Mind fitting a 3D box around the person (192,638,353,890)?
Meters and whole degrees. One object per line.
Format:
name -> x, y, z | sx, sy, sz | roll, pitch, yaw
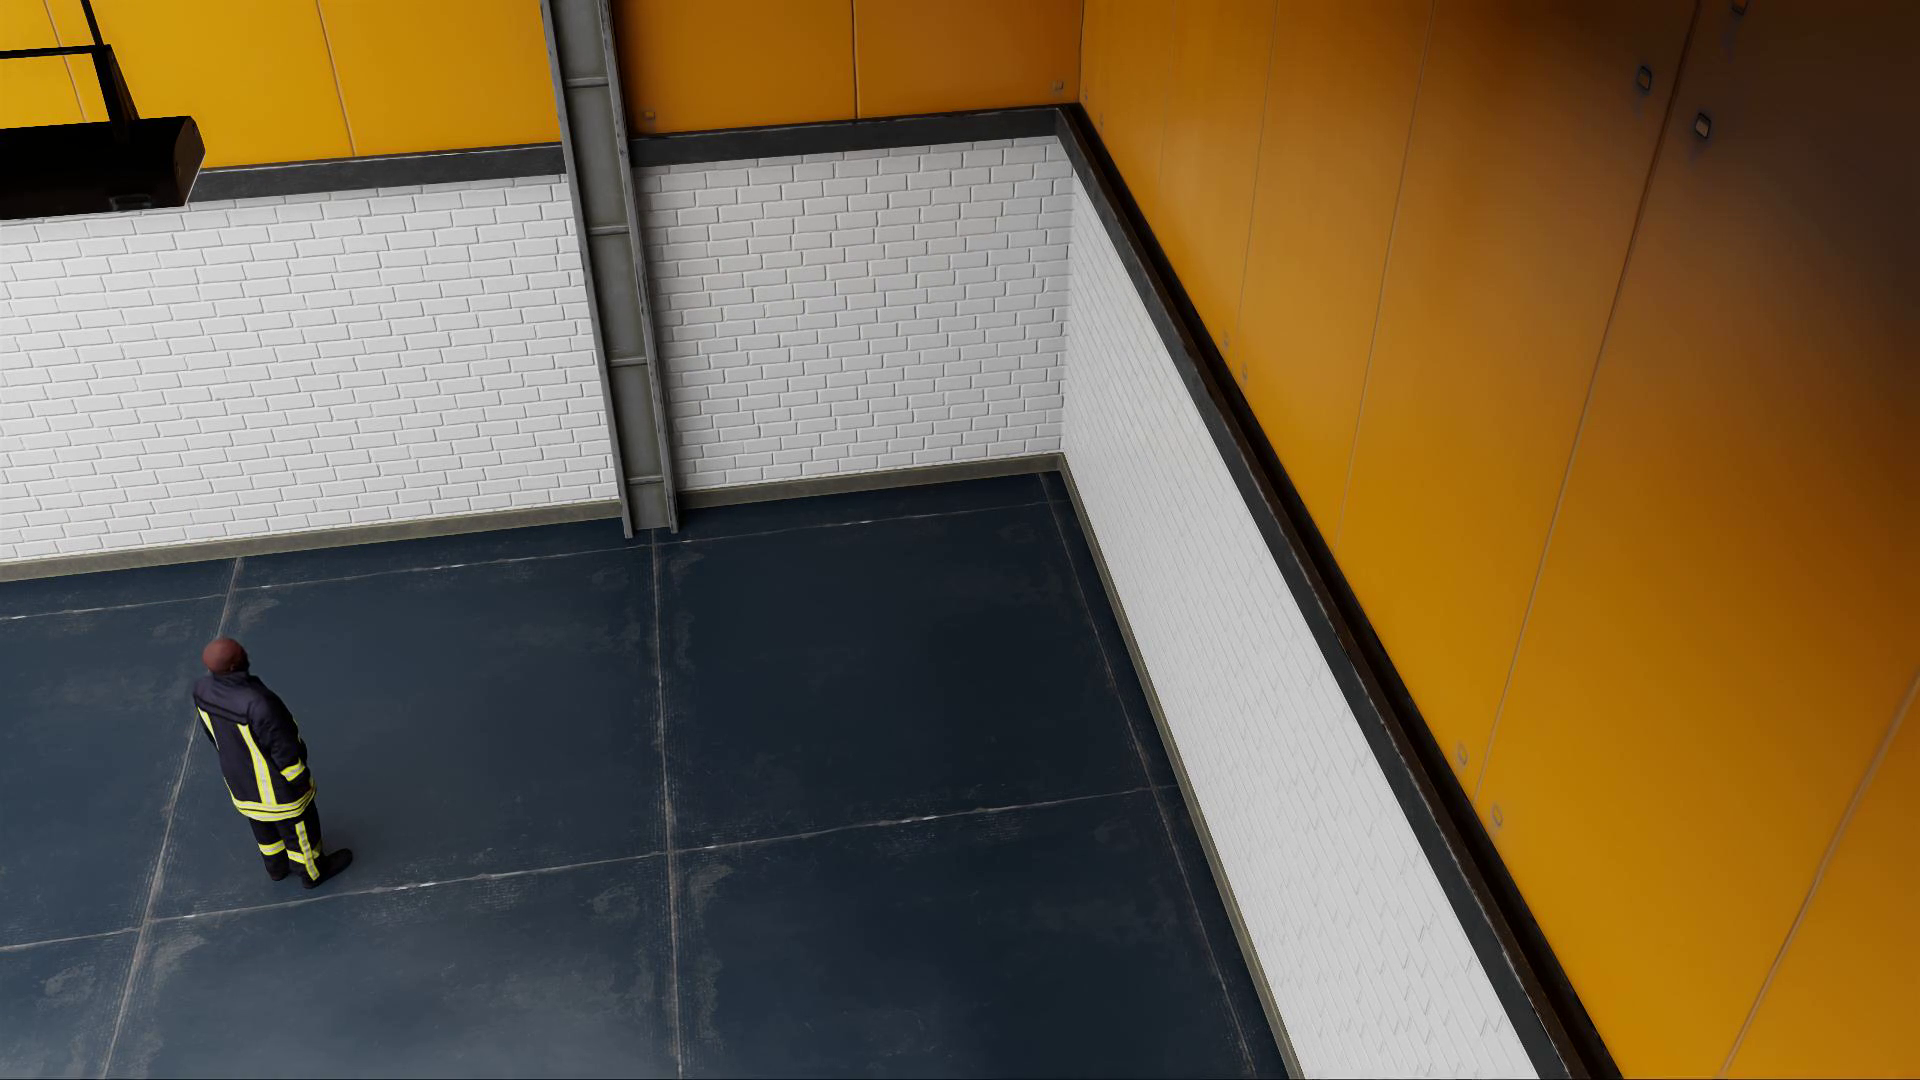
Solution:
person -> -3.903, 1.246, 9.323 | 0.824, 1.822, 0.922 | 16, 41, 19
